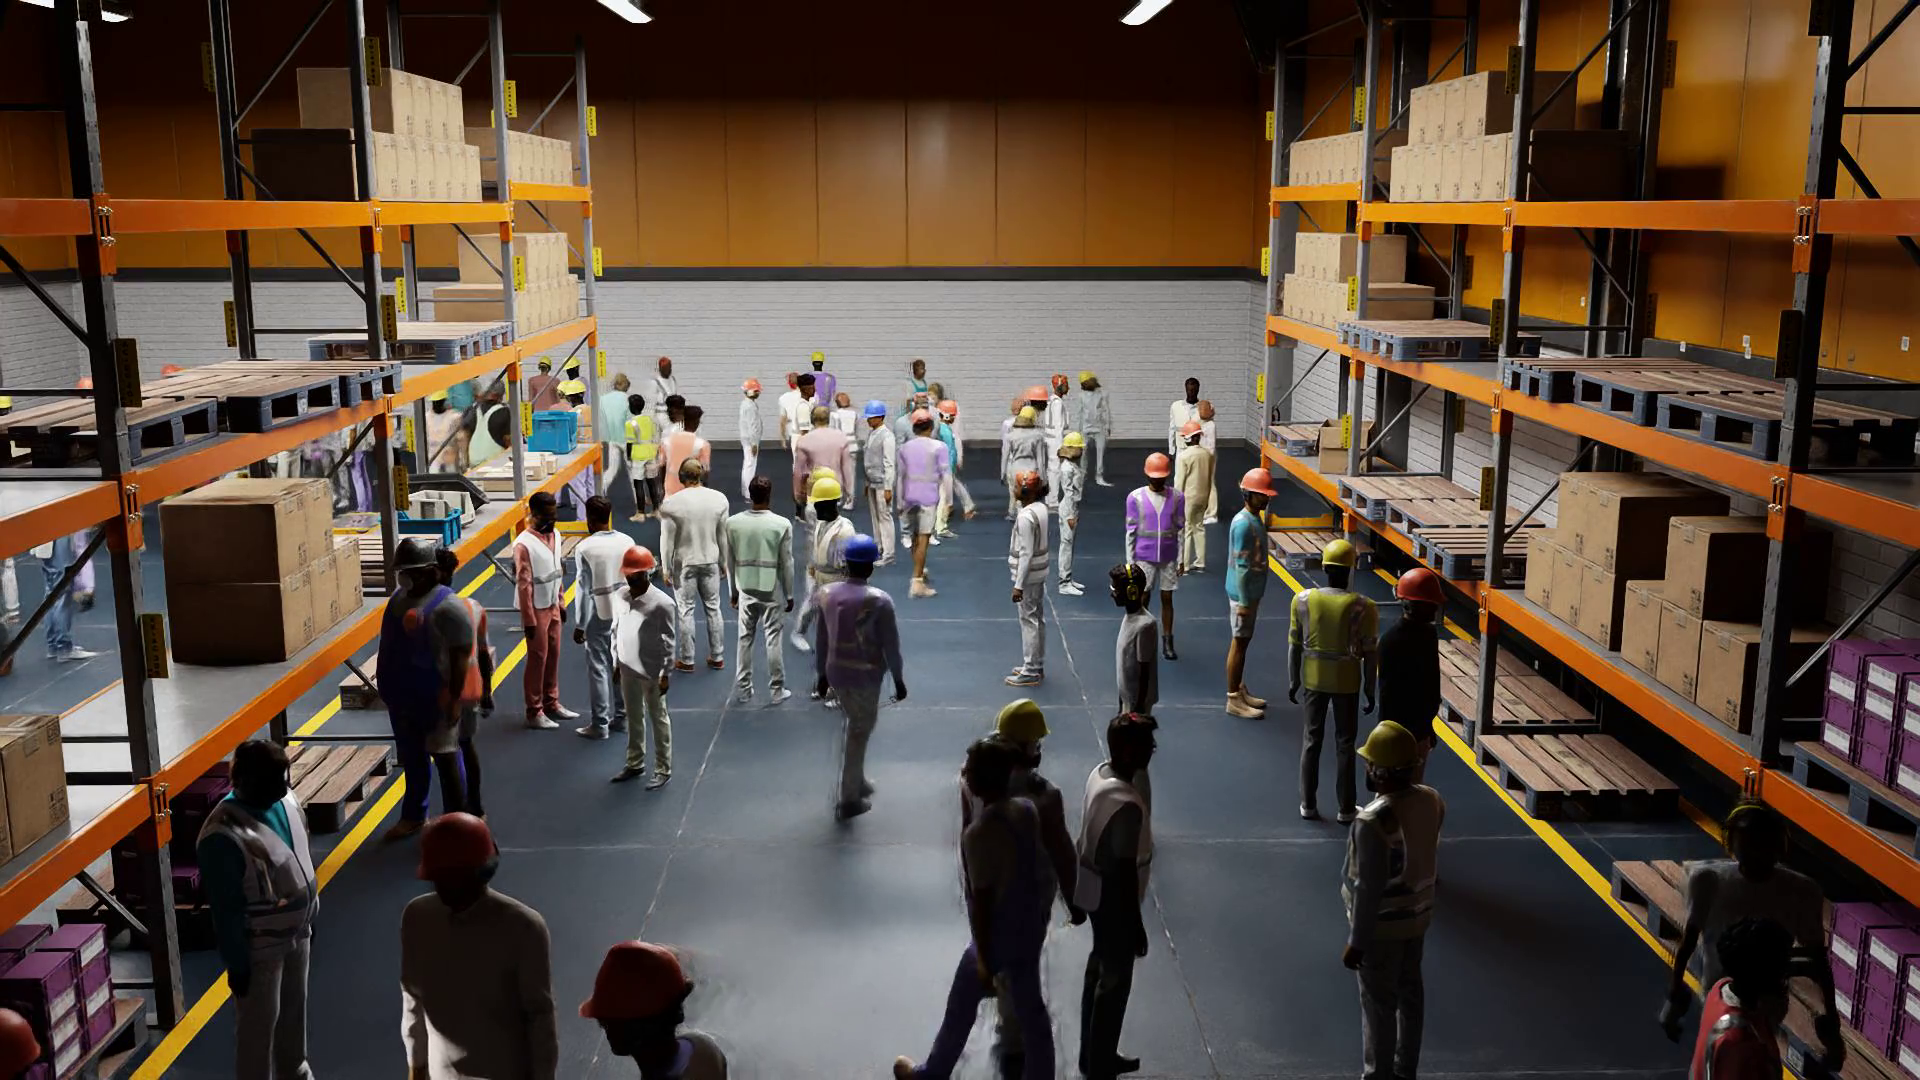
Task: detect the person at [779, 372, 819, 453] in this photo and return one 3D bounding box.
[{"bbox_3d":[-2.267,-1.502,23.748,0.602,1.805,0.550,0,11,-1],"label":"person"}]

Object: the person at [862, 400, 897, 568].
[{"bbox_3d":[-0.937,-0.652,19.168,0.416,1.939,0.611,-5,12,-25],"label":"person"}]

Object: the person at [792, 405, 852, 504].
[{"bbox_3d":[-1.615,-0.591,18.935,0.661,1.901,0.927,-5,13,-26],"label":"person"}]

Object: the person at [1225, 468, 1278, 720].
[{"bbox_3d":[2.363,0.423,13.517,0.395,2.039,0.608,4,12,18],"label":"person"}]

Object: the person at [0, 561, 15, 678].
[{"bbox_3d":[-8.525,0.345,14.302,0.638,1.885,0.978,-1,11,-7],"label":"person"}]

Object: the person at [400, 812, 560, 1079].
[{"bbox_3d":[-1.767,1.932,6.091,0.627,1.985,0.409,4,12,18],"label":"person"}]

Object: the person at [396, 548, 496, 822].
[{"bbox_3d":[-3.335,1.015,10.855,0.602,1.928,0.675,7,13,31],"label":"person"}]

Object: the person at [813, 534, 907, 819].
[{"bbox_3d":[-0.642,0.908,11.375,0.607,1.920,0.742,8,14,36],"label":"person"}]

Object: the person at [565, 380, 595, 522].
[{"bbox_3d":[-4.899,-1.103,21.497,0.399,1.912,0.592,4,12,19],"label":"person"}]

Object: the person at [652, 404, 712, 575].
[{"bbox_3d":[-3.140,-0.551,18.715,0.651,1.921,0.863,2,11,11],"label":"person"}]

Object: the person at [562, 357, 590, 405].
[{"bbox_3d":[-5.734,-1.788,24.907,0.382,1.918,0.585,2,11,9],"label":"person"}]

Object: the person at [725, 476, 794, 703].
[{"bbox_3d":[-1.669,0.419,13.877,0.586,1.910,0.395,3,12,13],"label":"person"}]

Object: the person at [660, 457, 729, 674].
[{"bbox_3d":[-2.353,0.224,14.806,0.635,1.932,0.363,-5,13,-26],"label":"person"}]

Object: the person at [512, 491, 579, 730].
[{"bbox_3d":[-3.327,0.551,13.210,0.405,1.909,0.597,3,12,14],"label":"person"}]

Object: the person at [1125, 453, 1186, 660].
[{"bbox_3d":[1.787,0.150,15.184,0.549,1.924,0.391,-1,11,-4],"label":"person"}]

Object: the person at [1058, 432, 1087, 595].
[{"bbox_3d":[1.204,-0.293,17.849,0.293,1.745,0.486,2,11,8],"label":"person"}]

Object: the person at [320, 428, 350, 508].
[{"bbox_3d":[-8.693,-1.316,22.980,0.493,1.743,0.295,4,12,17],"label":"person"}]

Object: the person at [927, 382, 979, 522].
[{"bbox_3d":[-0.154,-1.120,21.668,0.990,1.899,0.666,-6,13,-28],"label":"person"}]

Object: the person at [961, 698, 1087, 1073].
[{"bbox_3d":[0.338,1.640,7.973,0.557,1.813,0.611,-9,15,-40],"label":"person"}]

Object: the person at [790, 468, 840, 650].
[{"bbox_3d":[-1.322,0.172,15.560,0.538,1.728,0.530,4,12,21],"label":"person"}]

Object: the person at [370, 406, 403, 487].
[{"bbox_3d":[-8.529,-1.615,24.650,0.538,1.676,0.629,1,11,4],"label":"person"}]

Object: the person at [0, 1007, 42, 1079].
[{"bbox_3d":[-2.678,2.222,4.798,0.557,1.919,0.452,4,12,19],"label":"person"}]

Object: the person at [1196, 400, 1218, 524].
[{"bbox_3d":[3.219,-1.024,21.829,0.328,1.621,0.502,-3,12,-15],"label":"person"}]

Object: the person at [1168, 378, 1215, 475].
[{"bbox_3d":[3.031,-1.179,21.851,0.590,1.919,0.392,3,12,13],"label":"person"}]

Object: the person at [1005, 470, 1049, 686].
[{"bbox_3d":[0.586,0.328,14.385,0.355,1.883,0.573,3,12,16],"label":"person"}]

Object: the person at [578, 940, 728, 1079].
[{"bbox_3d":[-0.867,2.150,4.916,0.582,2.018,0.645,0,11,2],"label":"person"}]

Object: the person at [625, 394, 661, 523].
[{"bbox_3d":[-4.205,-1.076,21.934,0.323,1.691,0.535,7,13,31],"label":"person"}]

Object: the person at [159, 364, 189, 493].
[{"bbox_3d":[-11.109,-1.568,23.788,0.553,1.923,0.657,4,12,18],"label":"person"}]

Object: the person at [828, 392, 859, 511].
[{"bbox_3d":[-1.618,-1.217,22.782,0.529,1.609,0.583,-8,14,-35],"label":"person"}]

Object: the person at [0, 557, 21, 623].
[{"bbox_3d":[-9.606,-0.072,16.411,0.581,1.879,0.355,-9,15,-40],"label":"person"}]

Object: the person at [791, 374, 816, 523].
[{"bbox_3d":[-2.035,-1.213,21.902,0.368,1.966,0.600,-3,12,-13],"label":"person"}]

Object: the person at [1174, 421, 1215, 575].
[{"bbox_3d":[2.610,-0.480,18.796,0.575,1.740,0.353,-10,15,-40],"label":"person"}]

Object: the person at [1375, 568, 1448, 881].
[{"bbox_3d":[2.708,1.142,10.023,0.381,1.994,0.620,9,14,38],"label":"person"}]
